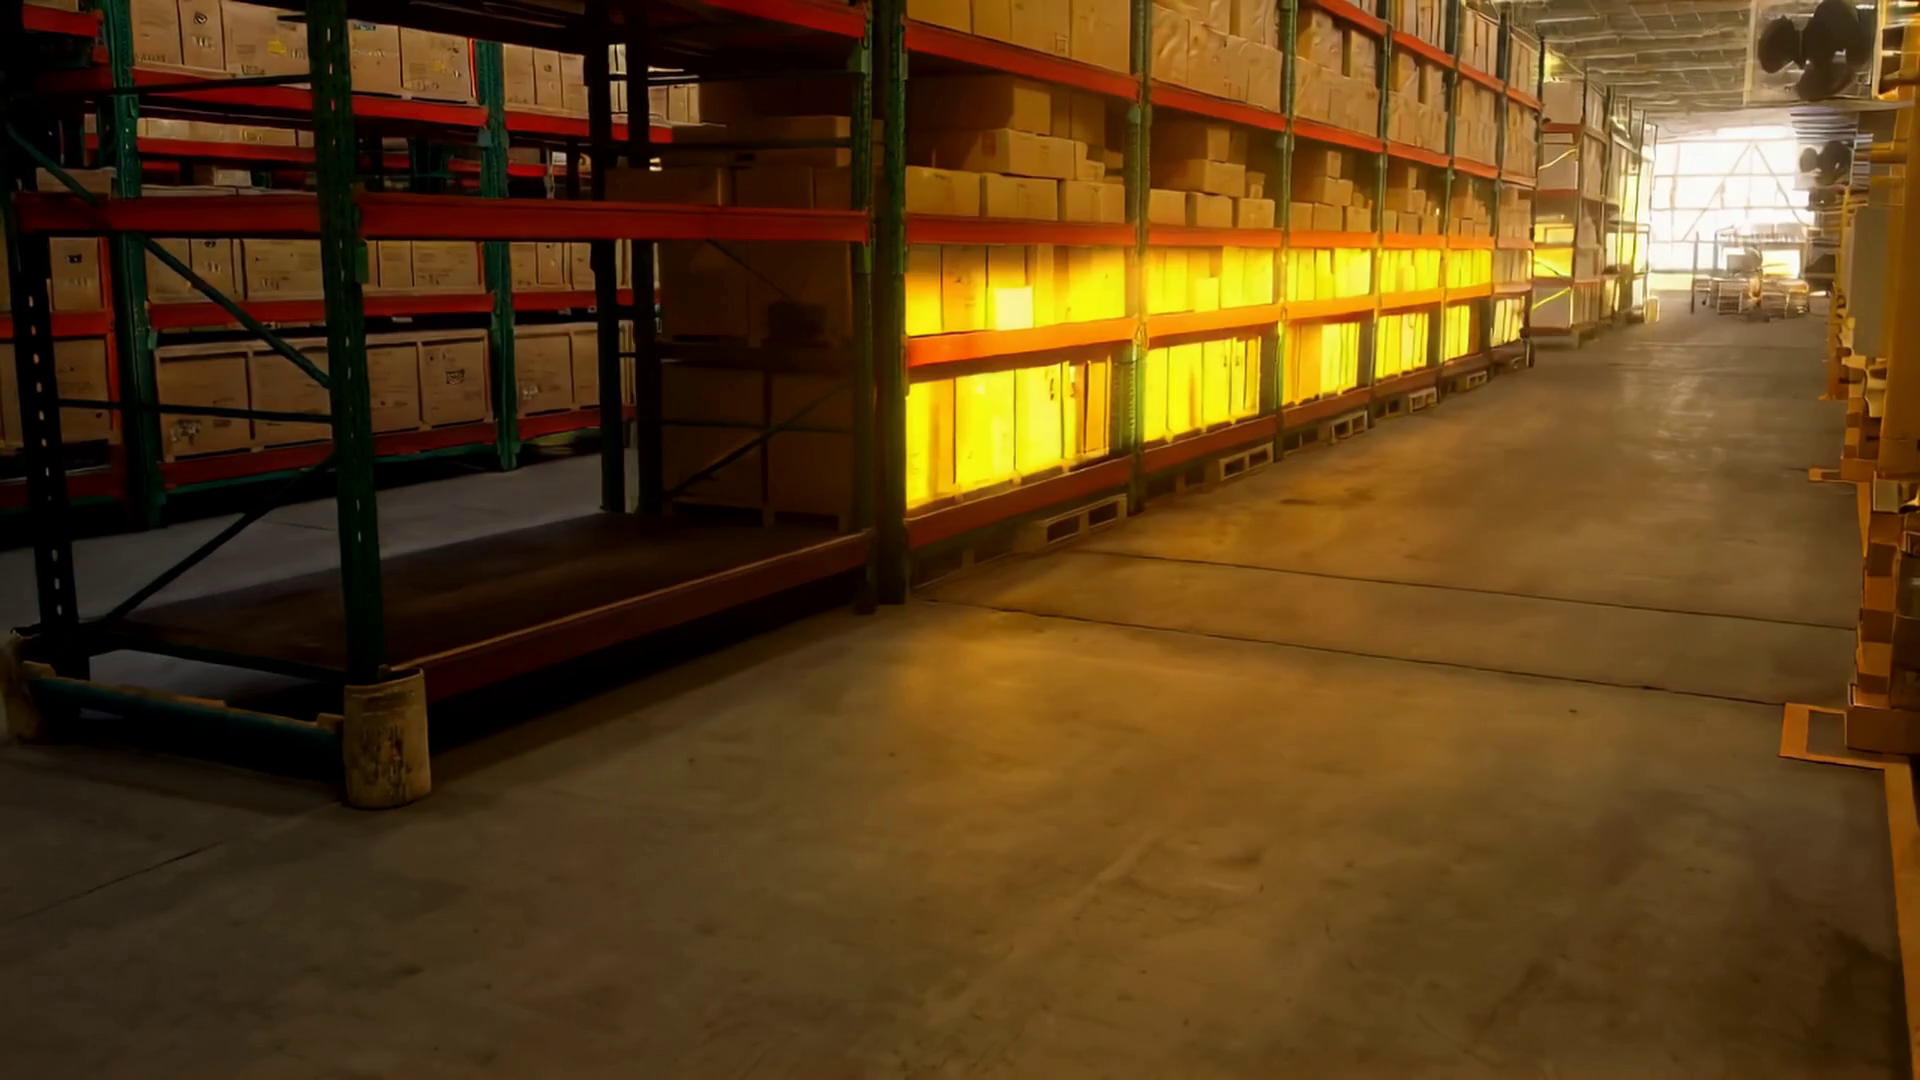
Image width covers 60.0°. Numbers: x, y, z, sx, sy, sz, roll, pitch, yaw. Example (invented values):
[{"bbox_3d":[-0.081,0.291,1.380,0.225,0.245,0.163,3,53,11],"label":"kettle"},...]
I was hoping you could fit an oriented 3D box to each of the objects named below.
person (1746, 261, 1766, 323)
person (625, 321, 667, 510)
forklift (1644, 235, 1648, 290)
[{"bbox_3d":[24.674,-7.650,51.412,0.561,1.918,0.402,-9,13,-43],"label":"person"},{"bbox_3d":[-2.621,-1.068,14.162,0.527,1.622,0.510,9,13,42],"label":"person"},{"bbox_3d":[24.602,-9.774,60.931,1.129,2.768,1.873,5,11,27],"label":"forklift"}]
